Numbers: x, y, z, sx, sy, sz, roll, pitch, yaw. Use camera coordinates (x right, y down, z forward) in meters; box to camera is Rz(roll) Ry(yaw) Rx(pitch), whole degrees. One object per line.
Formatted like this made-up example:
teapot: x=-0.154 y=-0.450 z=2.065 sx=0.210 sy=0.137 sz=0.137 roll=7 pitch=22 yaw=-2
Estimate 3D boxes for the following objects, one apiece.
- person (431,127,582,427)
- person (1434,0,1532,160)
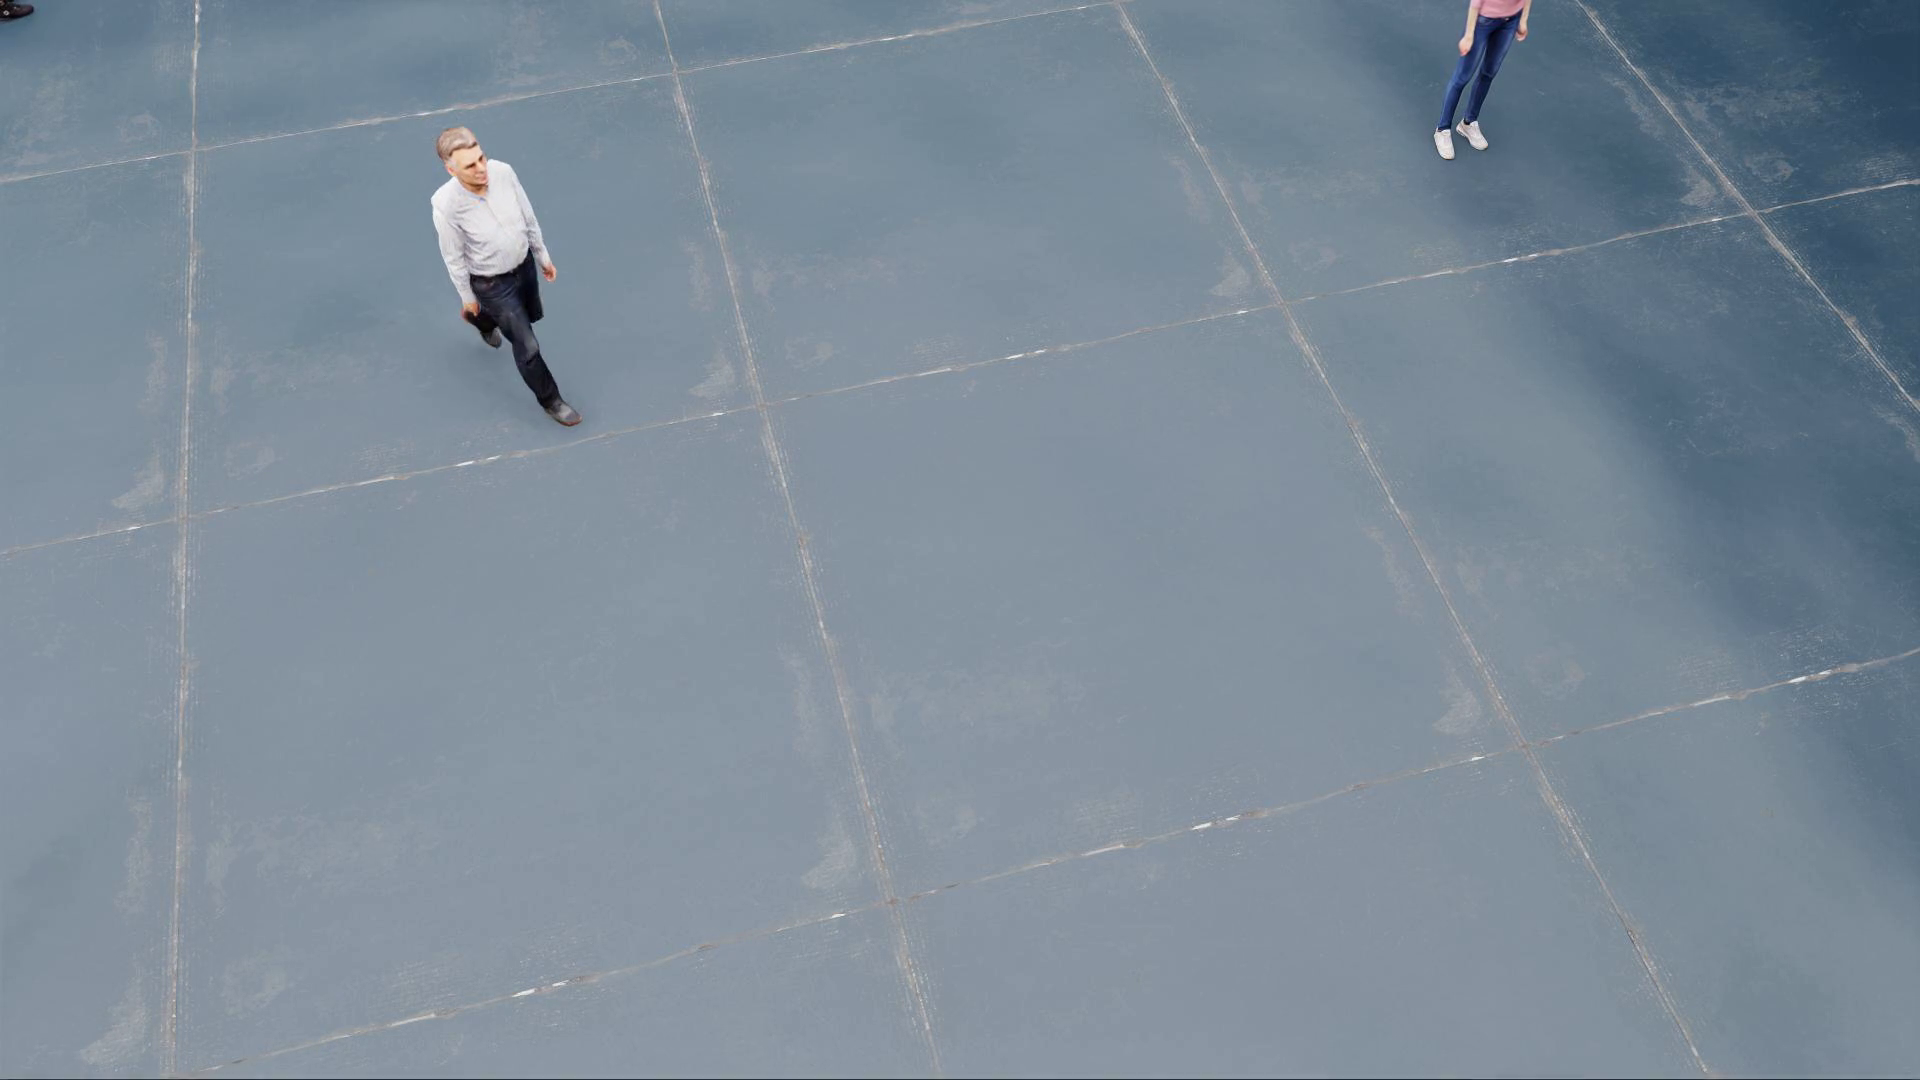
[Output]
person: x=-2.340 y=-1.381 z=8.330 sx=1.199 sy=1.798 sz=1.076 roll=31 pitch=58 yaw=22
person: x=3.096 y=-3.020 z=9.635 sx=0.576 sy=1.743 sz=0.518 roll=-15 pitch=54 yaw=-11
